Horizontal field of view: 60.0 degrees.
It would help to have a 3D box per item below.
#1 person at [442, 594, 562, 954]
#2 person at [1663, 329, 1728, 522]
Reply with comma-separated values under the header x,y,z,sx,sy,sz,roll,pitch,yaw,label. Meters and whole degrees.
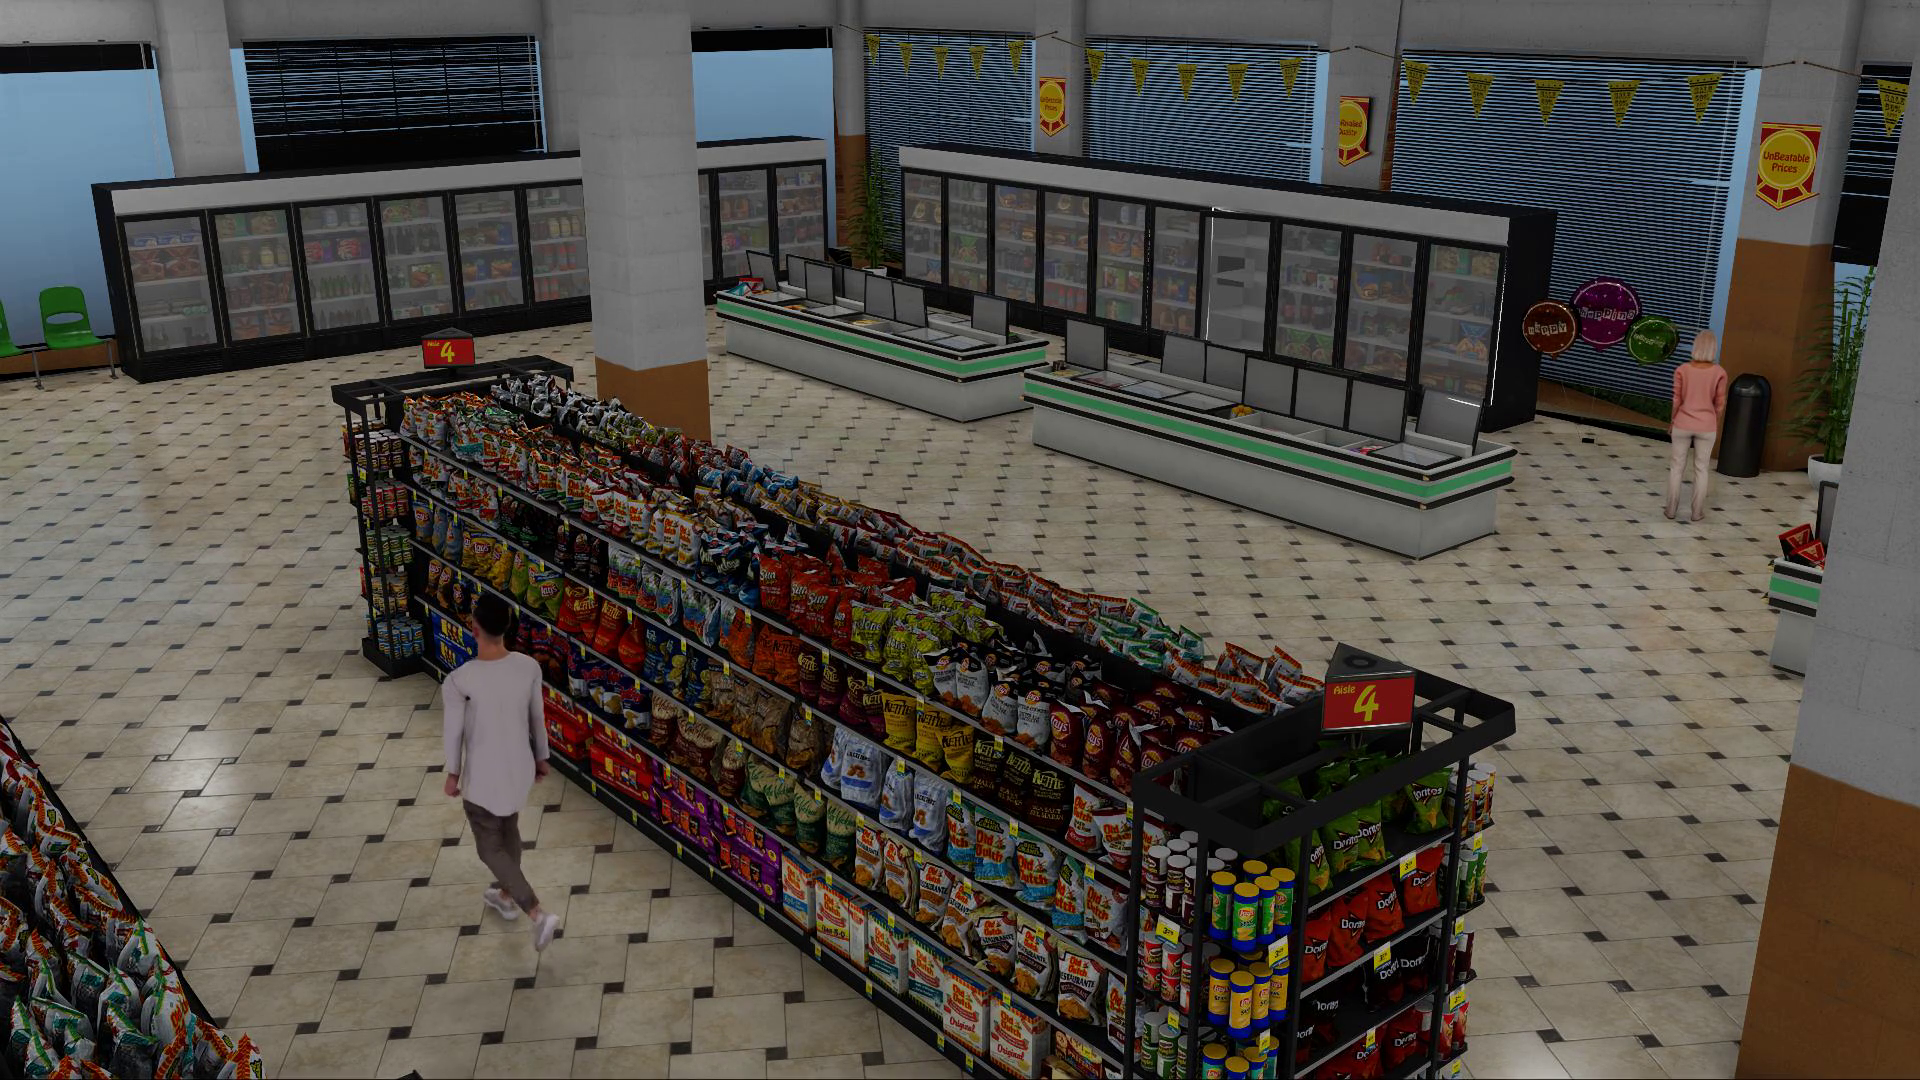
x,y,z,sx,sy,sz,roll,pitch,yaw,label
-2.240,1.165,8.177,1.101,1.818,0.739,17,25,42,person
6.547,-1.025,14.821,0.614,1.724,0.740,8,20,22,person
